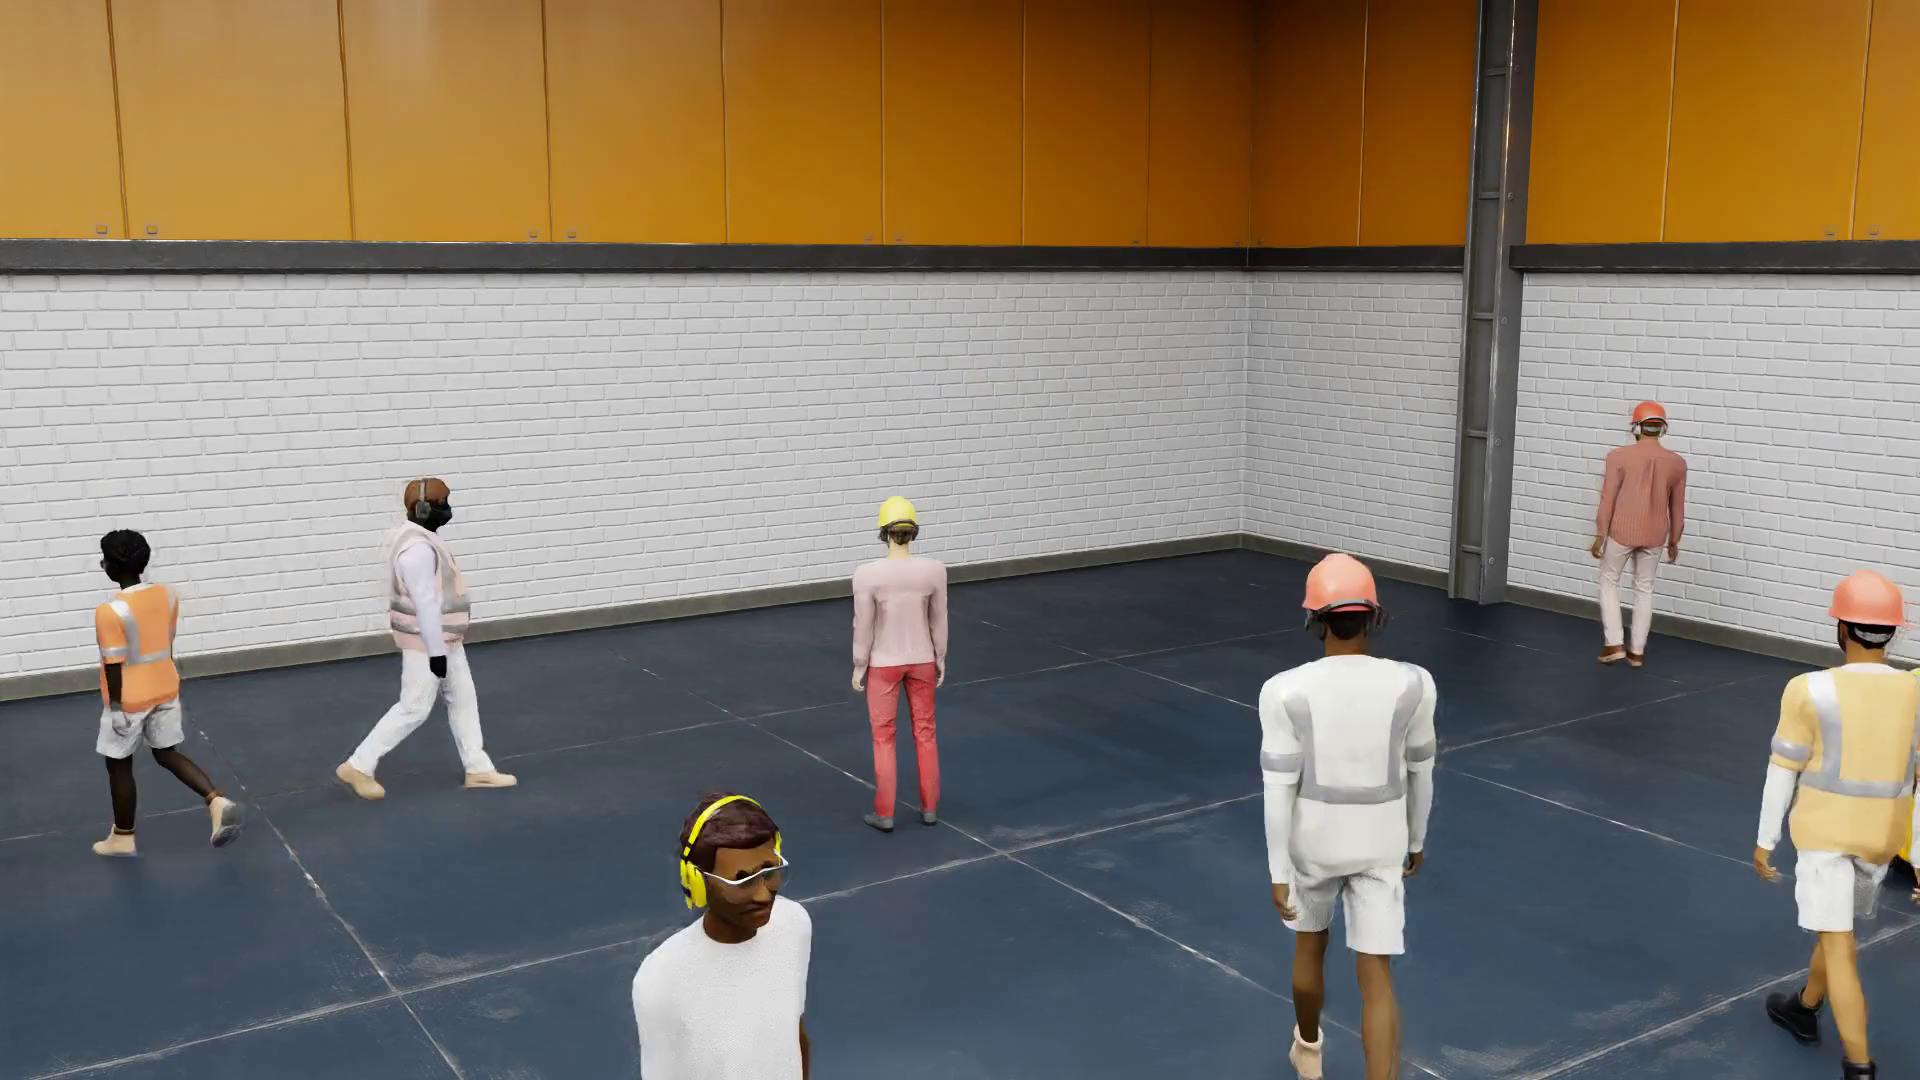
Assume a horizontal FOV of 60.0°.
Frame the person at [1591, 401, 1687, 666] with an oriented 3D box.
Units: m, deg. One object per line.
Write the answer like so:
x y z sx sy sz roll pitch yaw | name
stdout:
4.959 -0.026 12.185 0.682 1.975 0.551 0 9 2 | person

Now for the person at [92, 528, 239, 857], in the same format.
-4.011 0.770 8.254 0.703 1.679 0.538 3 10 15 | person

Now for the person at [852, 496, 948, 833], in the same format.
-0.322 0.648 8.739 0.533 1.765 0.330 -4 10 -21 | person

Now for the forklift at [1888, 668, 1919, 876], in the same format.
5.511 0.571 7.906 2.313 2.155 1.214 -6 11 -33 | forklift

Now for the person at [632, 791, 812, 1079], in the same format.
-0.451 1.446 3.674 0.472 1.845 0.553 8 13 41 | person

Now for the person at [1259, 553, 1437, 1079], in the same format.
1.308 1.053 5.629 0.606 2.012 1.020 1 9 6 | person

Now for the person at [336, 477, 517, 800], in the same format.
-3.002 0.549 9.225 0.904 1.815 0.629 -2 10 -11 | person

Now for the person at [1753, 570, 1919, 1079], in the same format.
3.184 1.047 5.980 0.558 1.890 0.977 0 9 3 | person
